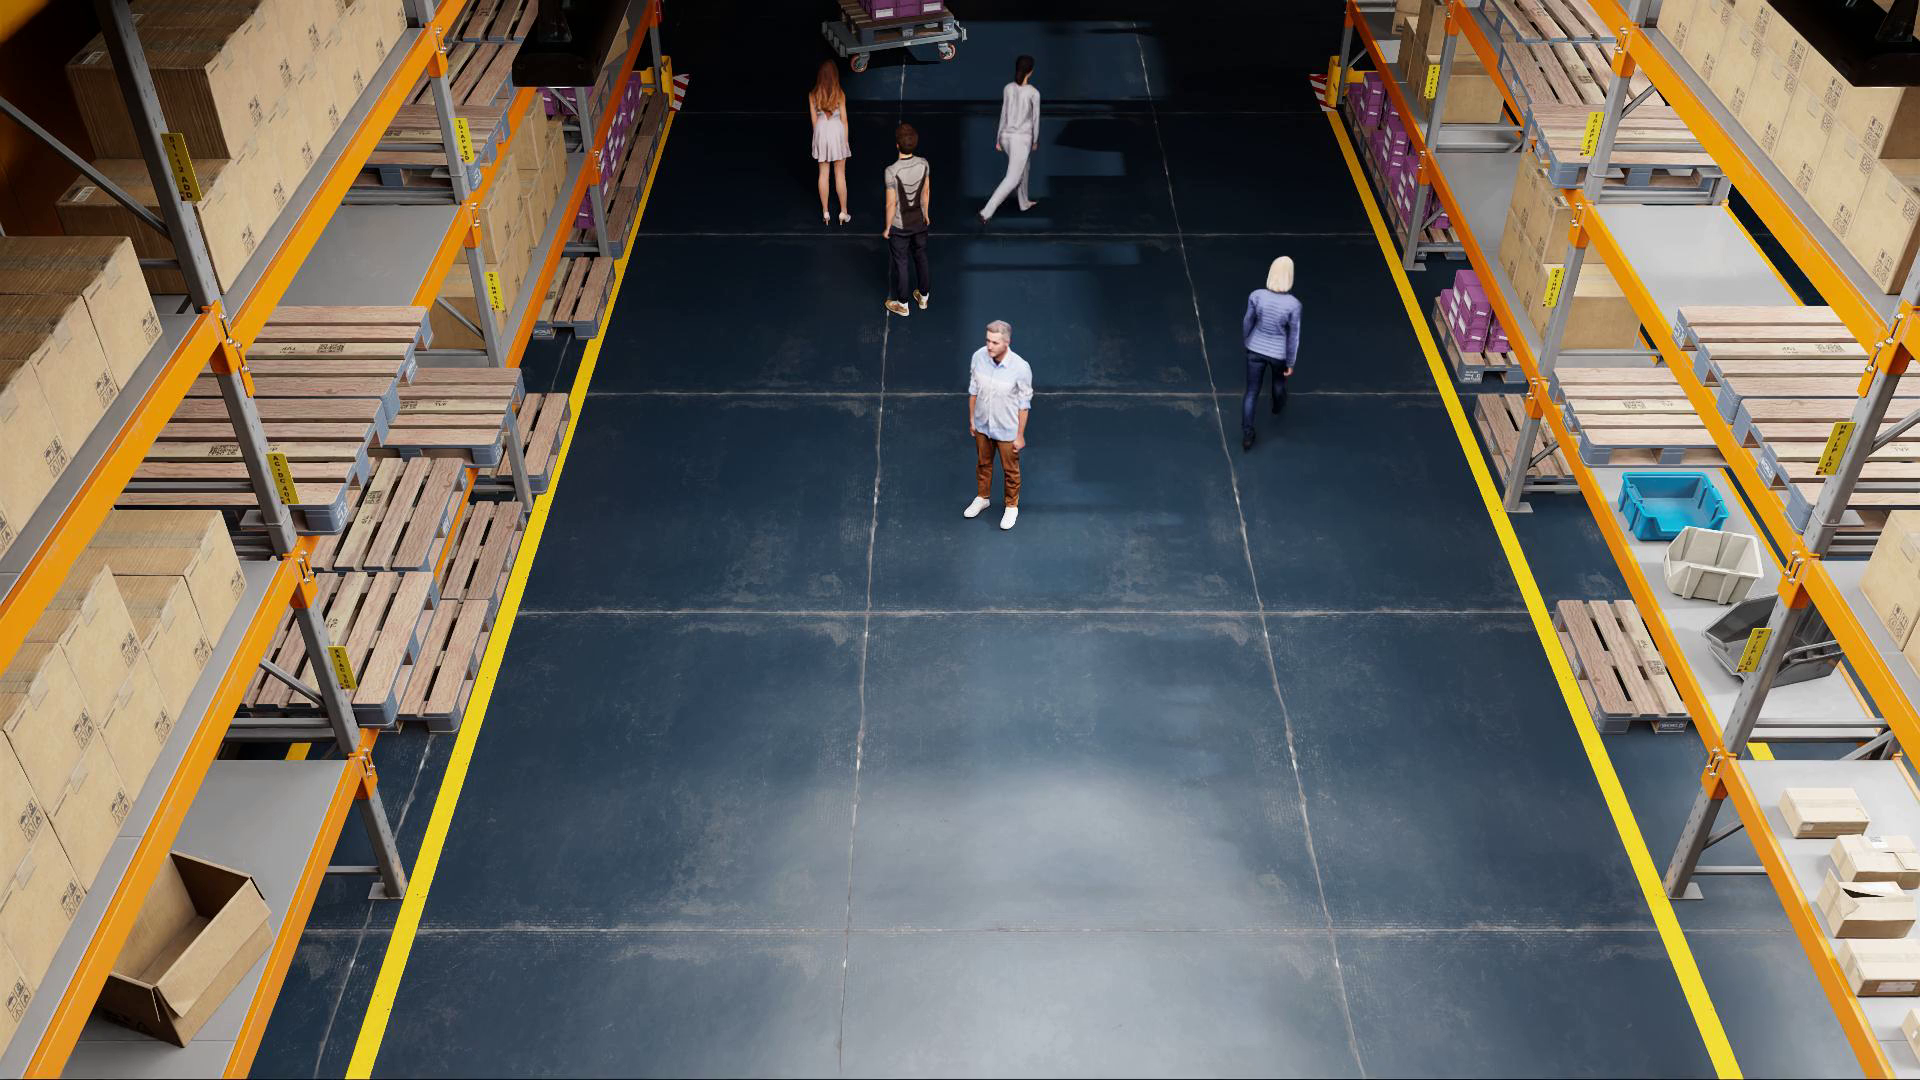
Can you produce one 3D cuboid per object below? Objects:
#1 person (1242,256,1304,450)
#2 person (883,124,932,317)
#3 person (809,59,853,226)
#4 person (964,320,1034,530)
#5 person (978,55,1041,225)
[{"bbox_3d":[2.551,-1.523,13.903,0.961,1.697,1.182,16,41,19],"label":"person"},{"bbox_3d":[-0.486,-2.997,15.588,0.733,1.897,0.749,-22,43,-25],"label":"person"},{"bbox_3d":[-1.326,-4.058,17.020,0.587,1.769,0.605,4,39,6],"label":"person"},{"bbox_3d":[0.298,-0.934,13.061,0.767,1.828,0.748,18,42,21],"label":"person"},{"bbox_3d":[0.510,-4.009,17.004,1.073,1.712,1.147,31,48,33],"label":"person"}]
